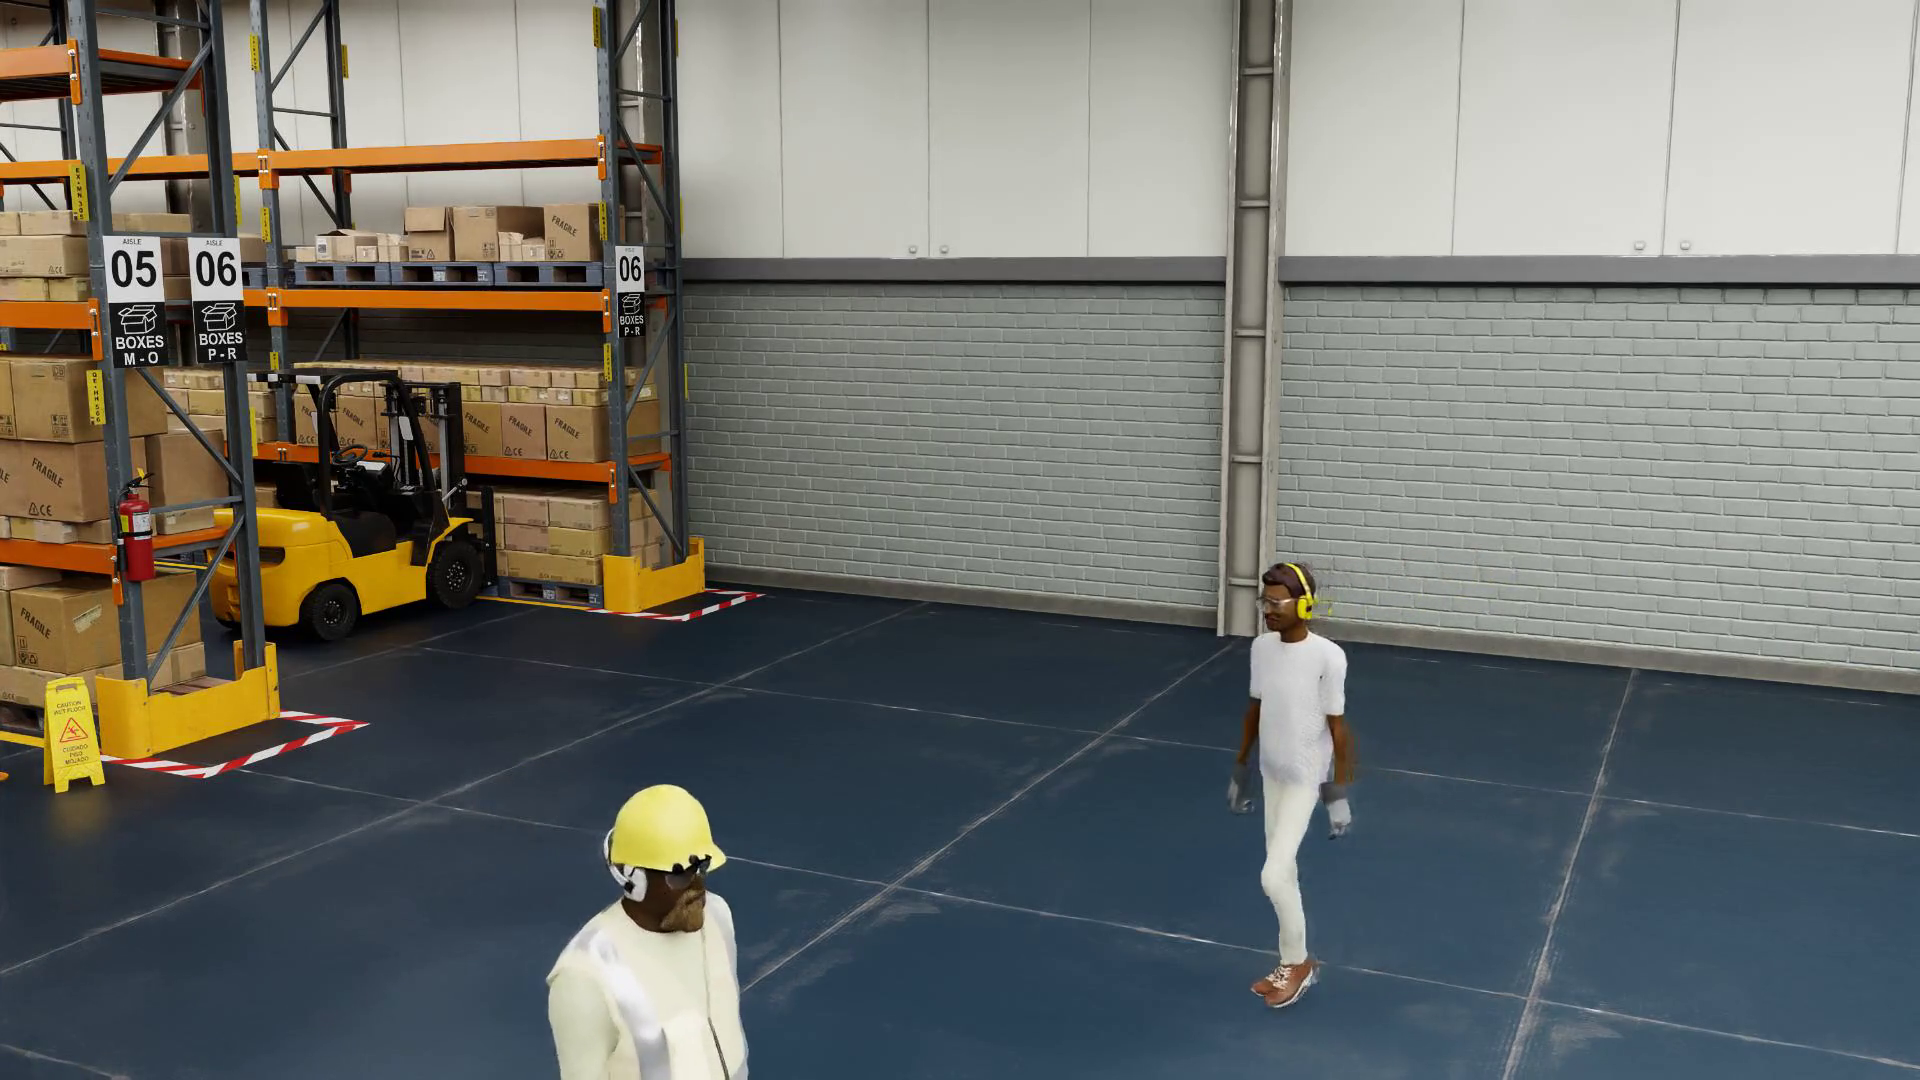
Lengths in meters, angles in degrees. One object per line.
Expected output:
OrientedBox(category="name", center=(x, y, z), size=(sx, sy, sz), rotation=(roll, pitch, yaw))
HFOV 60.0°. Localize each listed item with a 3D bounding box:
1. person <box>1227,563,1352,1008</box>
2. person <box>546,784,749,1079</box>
OrientedBox(category="person", center=(1.317, 1.007, 6.827), size=(0.507, 1.850, 0.558), rotation=(-6, 11, -31))
OrientedBox(category="person", center=(-0.710, 1.476, 4.041), size=(0.403, 1.839, 0.594), rotation=(5, 11, 28))
